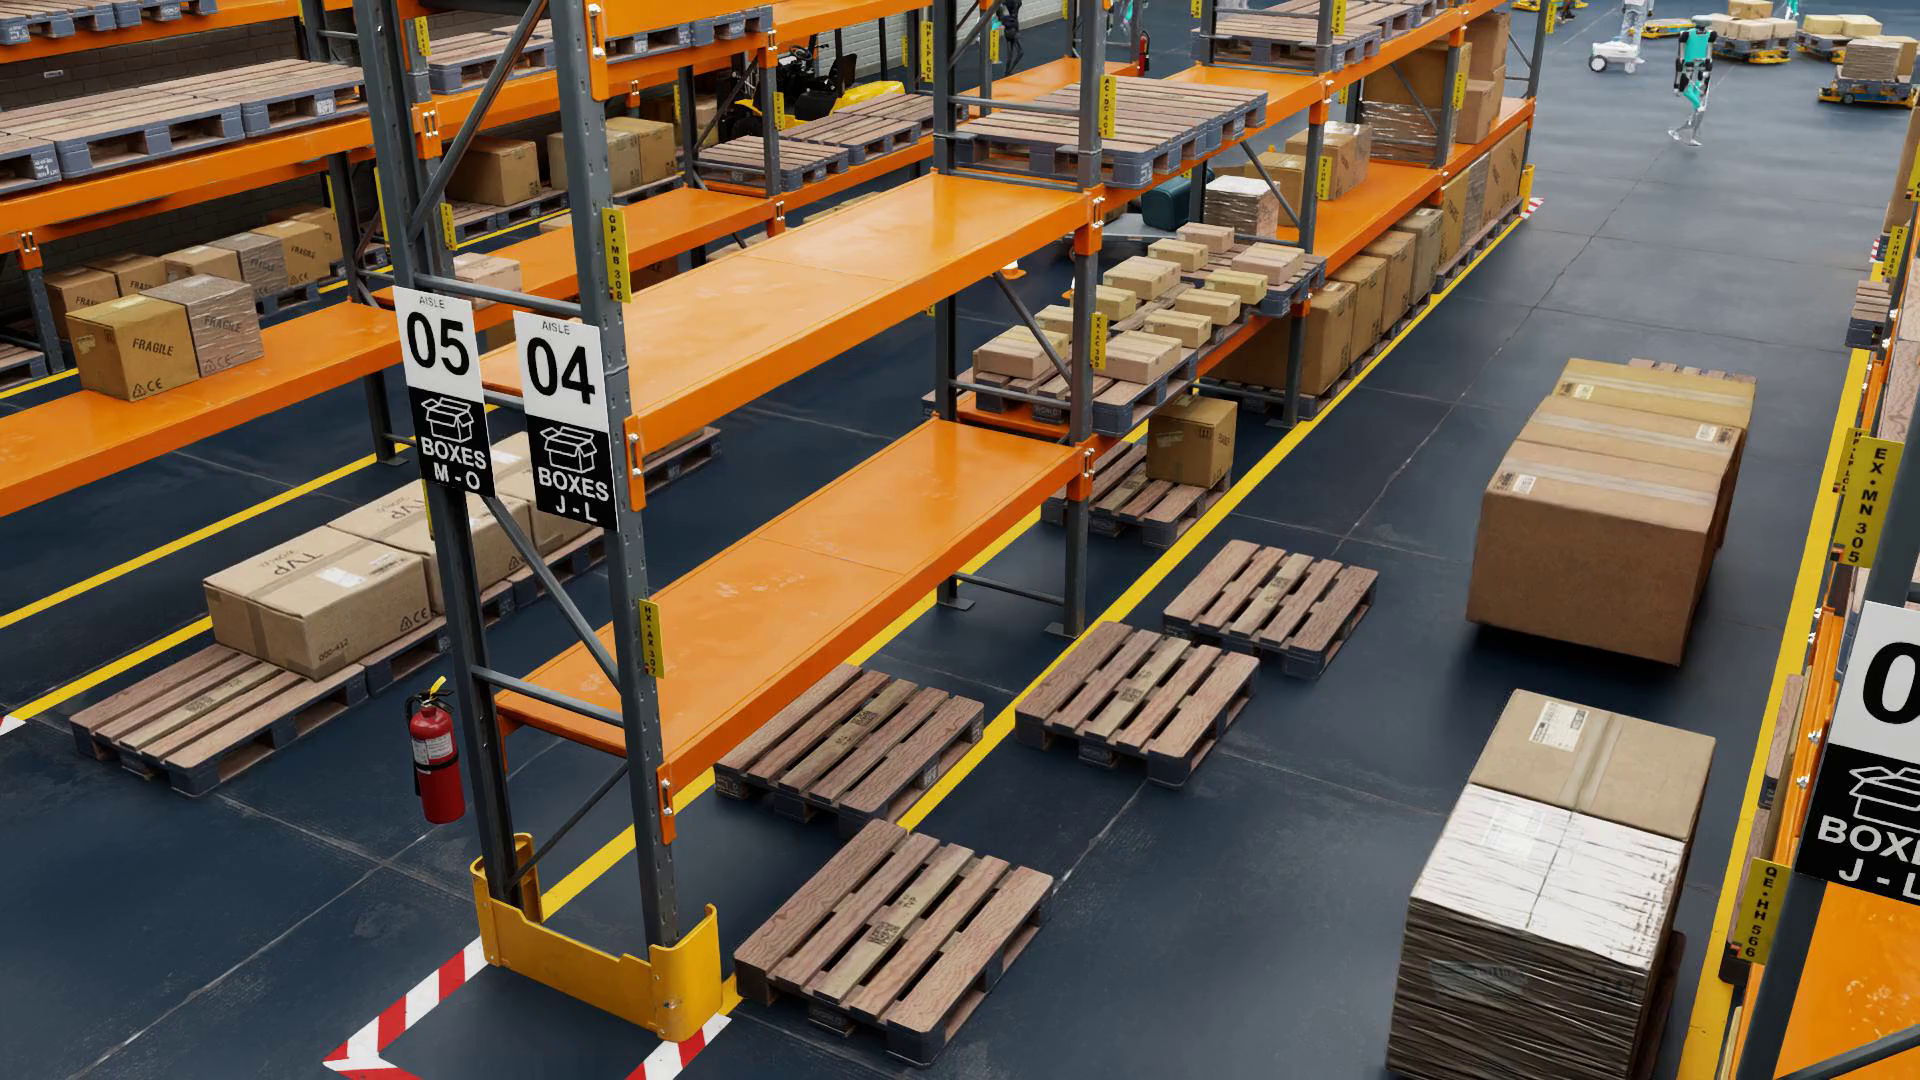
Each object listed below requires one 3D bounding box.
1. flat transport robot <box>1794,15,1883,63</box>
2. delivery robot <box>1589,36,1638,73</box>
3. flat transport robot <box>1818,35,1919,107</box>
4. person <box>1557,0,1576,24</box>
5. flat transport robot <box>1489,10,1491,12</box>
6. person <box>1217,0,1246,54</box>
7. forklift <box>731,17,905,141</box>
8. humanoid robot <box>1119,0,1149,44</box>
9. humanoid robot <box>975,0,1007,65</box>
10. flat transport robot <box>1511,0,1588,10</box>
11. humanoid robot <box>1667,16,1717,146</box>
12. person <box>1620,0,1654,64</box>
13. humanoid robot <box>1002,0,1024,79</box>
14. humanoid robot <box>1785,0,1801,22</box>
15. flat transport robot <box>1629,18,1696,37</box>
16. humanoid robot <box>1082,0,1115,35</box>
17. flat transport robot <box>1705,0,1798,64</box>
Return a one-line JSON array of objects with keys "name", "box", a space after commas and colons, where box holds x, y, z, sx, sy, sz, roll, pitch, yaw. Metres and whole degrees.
[{"name": "flat transport robot", "box": [15.357, -8.543, 29.094, 0.659, 0.231, 1.431, -2, 26, -4]}, {"name": "delivery robot", "box": [10.969, -8.143, 27.951, 0.811, 0.610, 0.499, 8, 27, 17]}, {"name": "flat transport robot", "box": [14.015, -6.855, 25.585, 1.431, 0.231, 0.659, 11, 28, 21]}, {"name": "person", "box": [11.972, -11.122, 32.552, 0.911, 1.928, 0.604, -20, 32, -36]}, {"name": "flat transport robot", "box": [9.937, -10.585, 33.336, 0.659, 0.231, 1.431, -20, 32, -36]}, {"name": "person", "box": [4.299, -8.335, 26.788, 0.629, 1.901, 0.923, -3, 26, -7]}, {"name": "forklift", "box": [-1.819, -5.975, 21.543, 2.313, 2.155, 1.214, 14, 29, 26]}, {"name": "humanoid robot", "box": [3.046, -9.654, 29.752, 0.681, 1.835, 0.544, -19, 31, -34]}, {"name": "humanoid robot", "box": [0.458, -8.788, 27.756, 0.533, 1.677, 0.735, 14, 29, 26]}, {"name": "flat transport robot", "box": [12.259, -11.168, 34.548, 1.431, 0.231, 0.659, -10, 27, -20]}, {"name": "humanoid robot", "box": [9.967, -6.118, 22.399, 0.540, 1.736, 1.058, -5, 26, -10]}, {"name": "person", "box": [11.570, -9.138, 28.429, 0.392, 1.919, 0.592, -20, 32, -36]}, {"name": "humanoid robot", "box": [0.857, -8.328, 27.027, 0.333, 1.648, 0.592, -4, 26, -8]}, {"name": "humanoid robot", "box": [15.485, -10.143, 30.852, 0.751, 1.903, 0.539, -14, 29, -26]}, {"name": "flat transport robot", "box": [13.365, -9.684, 31.465, 1.431, 0.231, 0.659, -9, 27, -18]}, {"name": "humanoid robot", "box": [2.200, -8.360, 26.923, 0.530, 1.713, 0.713, 6, 26, 11]}, {"name": "flat transport robot", "box": [13.671, -8.524, 29.055, 0.659, 0.231, 1.431, -11, 28, -22]}]
